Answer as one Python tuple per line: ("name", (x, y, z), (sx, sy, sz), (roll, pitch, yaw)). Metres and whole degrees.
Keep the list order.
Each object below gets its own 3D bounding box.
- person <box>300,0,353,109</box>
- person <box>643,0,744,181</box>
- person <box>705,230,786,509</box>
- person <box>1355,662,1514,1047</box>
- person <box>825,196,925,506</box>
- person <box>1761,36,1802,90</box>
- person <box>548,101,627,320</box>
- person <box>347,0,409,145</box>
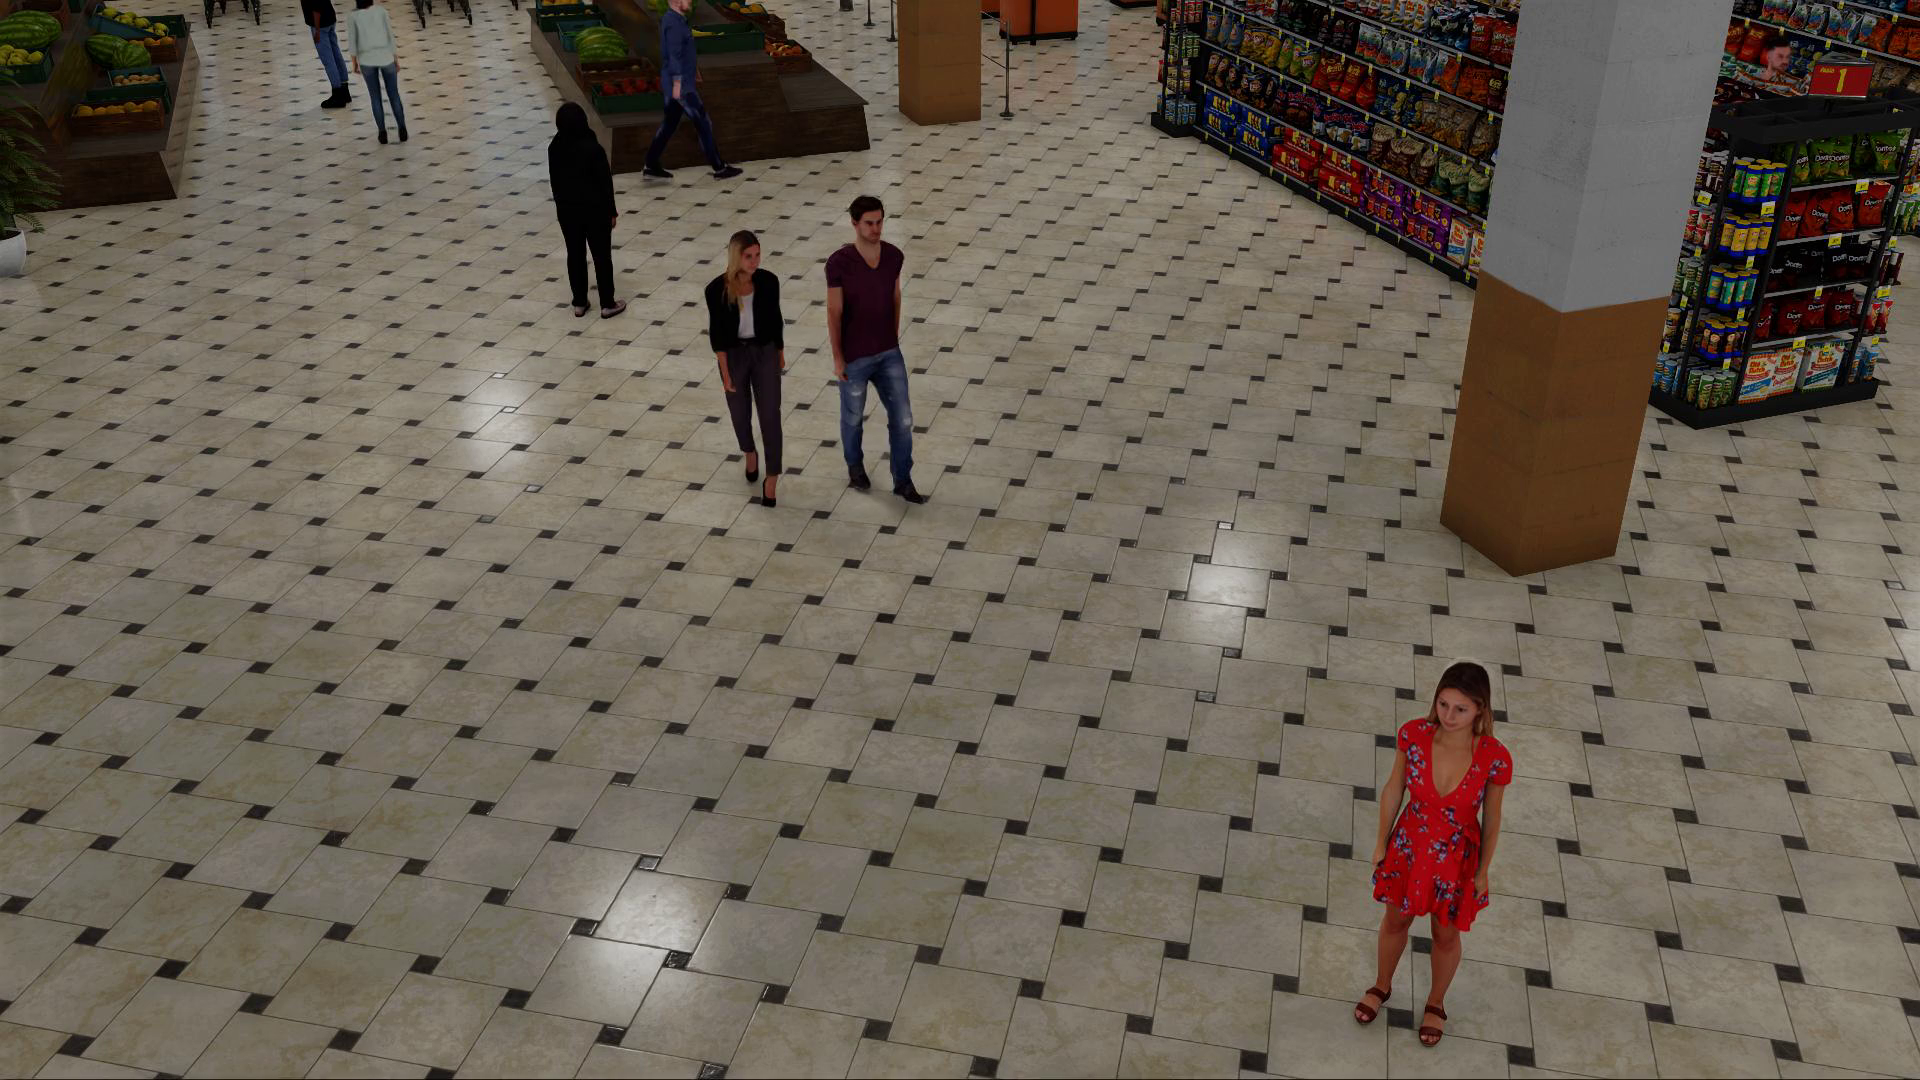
("person", (-6.889, -5.562, 18.005), (0.713, 1.701, 0.601), (2, 29, 3))
("person", (-2.658, -4.161, 15.357), (0.751, 1.779, 1.063), (-10, 30, -17))
("person", (-1.267, -1.045, 9.801), (0.679, 1.636, 0.964), (-6, 29, -11))
("person", (1.694, 1.110, 5.898), (0.654, 1.592, 0.724), (15, 32, 25))
("person", (-0.583, -1.140, 9.774), (0.688, 1.827, 0.931), (-11, 30, -19))
("person", (6.454, -3.170, 13.523), (0.803, 1.798, 1.176), (-5, 29, -9))
("person", (-2.800, -2.449, 12.394), (0.755, 1.615, 0.787), (6, 29, 10))
("person", (-5.841, -4.790, 16.648), (0.609, 1.647, 0.564), (-11, 30, -19))
